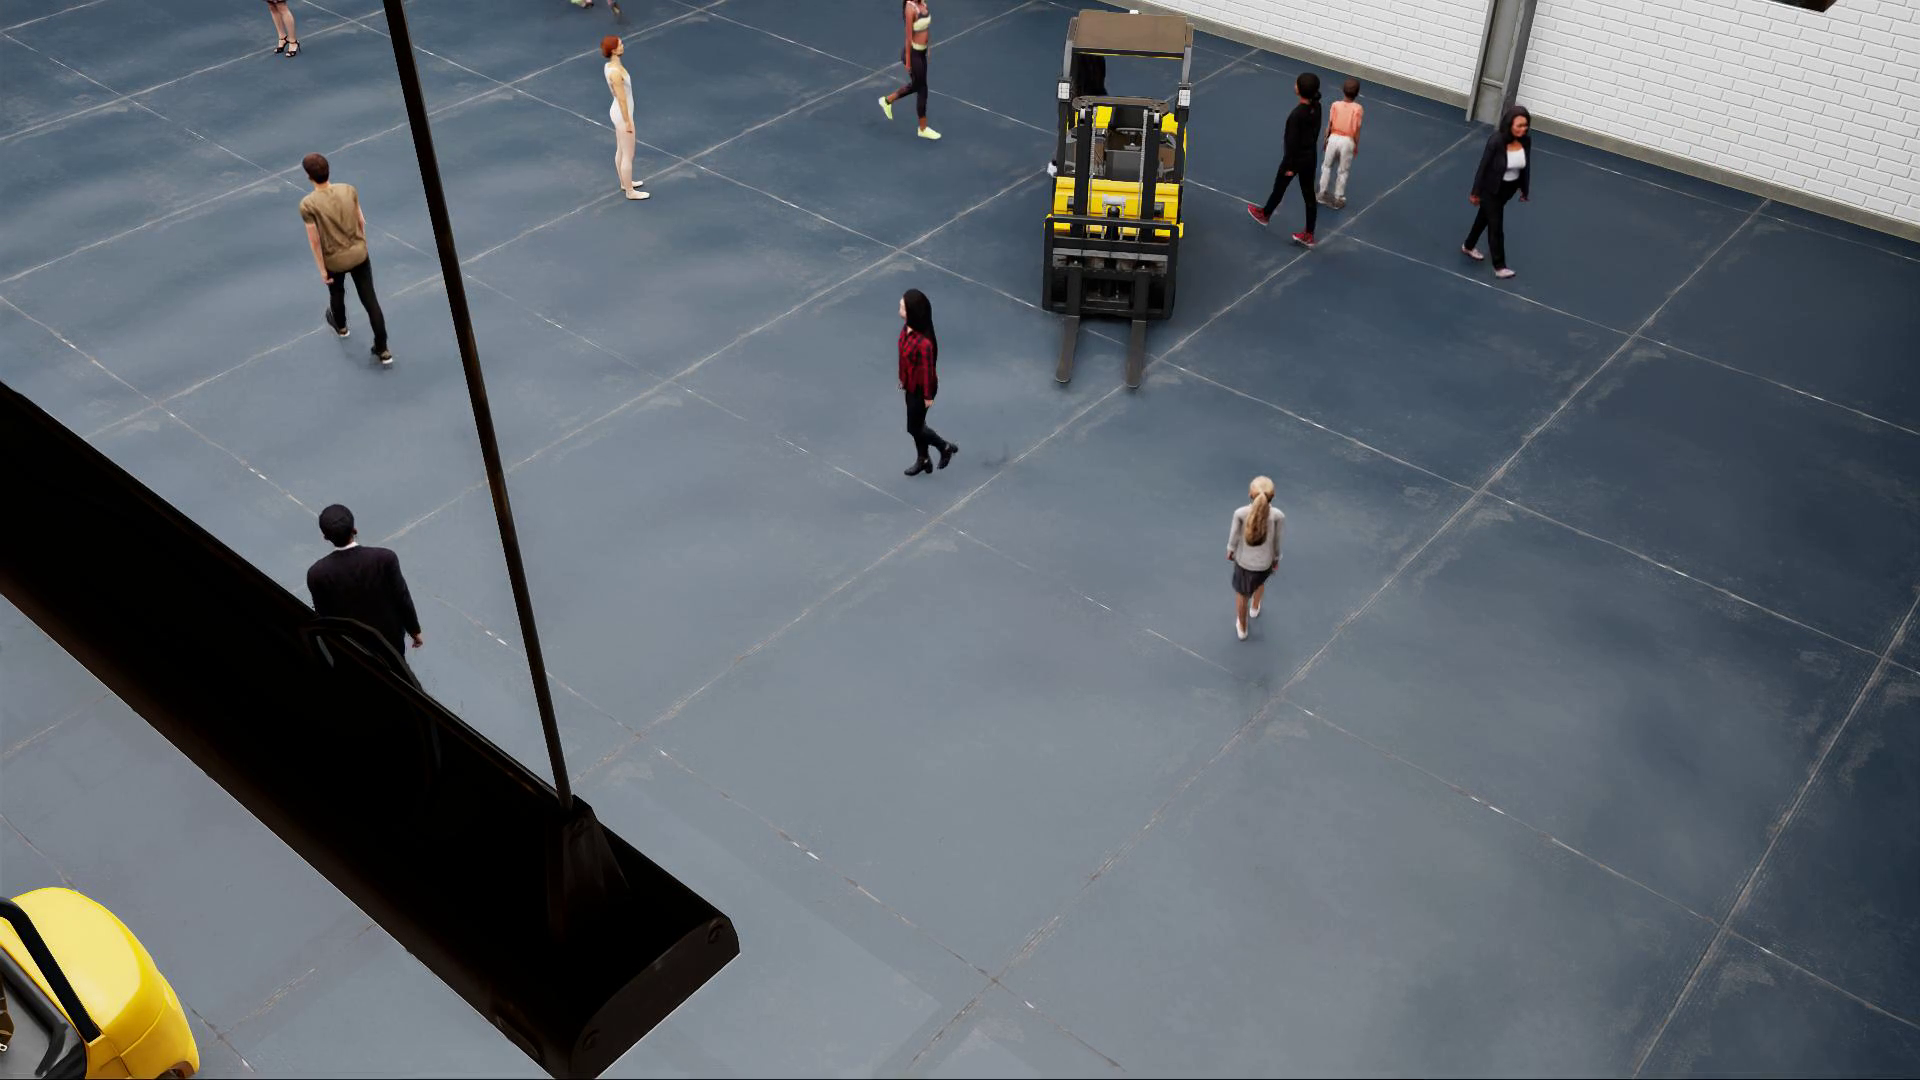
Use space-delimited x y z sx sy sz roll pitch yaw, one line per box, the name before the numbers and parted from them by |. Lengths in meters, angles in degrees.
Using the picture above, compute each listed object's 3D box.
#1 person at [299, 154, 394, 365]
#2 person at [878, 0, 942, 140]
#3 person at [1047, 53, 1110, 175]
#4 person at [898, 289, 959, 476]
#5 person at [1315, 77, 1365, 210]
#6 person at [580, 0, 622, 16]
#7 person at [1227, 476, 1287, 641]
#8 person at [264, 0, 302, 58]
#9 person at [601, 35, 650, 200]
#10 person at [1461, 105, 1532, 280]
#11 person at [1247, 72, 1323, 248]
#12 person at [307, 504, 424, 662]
person | -5.082 -2.302 13.882 0.856 1.803 1.254 -25 45 -28
person | -0.548 -5.055 17.386 1.042 1.732 0.752 15 41 18
person | 1.157 -4.392 16.570 1.216 1.715 1.016 6 39 7
person | -0.224 -1.191 12.619 0.800 1.643 0.744 -12 40 -15
person | 3.736 -3.875 16.249 0.530 1.307 0.613 16 41 19
person | -4.436 -7.077 19.976 1.028 1.660 0.749 25 45 28
person | 1.997 0.147 11.250 0.717 1.261 0.756 4 39 5
person | -7.931 -6.444 19.092 0.581 1.774 0.701 27 46 30
person | -3.325 -4.161 16.339 0.673 1.642 0.565 -13 40 -15
person | 4.865 -3.241 15.236 0.911 1.580 1.127 -18 42 -21
person | 3.239 -3.517 15.535 0.779 1.638 1.094 -25 45 -28
person | -3.587 0.624 10.166 0.909 1.868 0.996 -17 42 -20
